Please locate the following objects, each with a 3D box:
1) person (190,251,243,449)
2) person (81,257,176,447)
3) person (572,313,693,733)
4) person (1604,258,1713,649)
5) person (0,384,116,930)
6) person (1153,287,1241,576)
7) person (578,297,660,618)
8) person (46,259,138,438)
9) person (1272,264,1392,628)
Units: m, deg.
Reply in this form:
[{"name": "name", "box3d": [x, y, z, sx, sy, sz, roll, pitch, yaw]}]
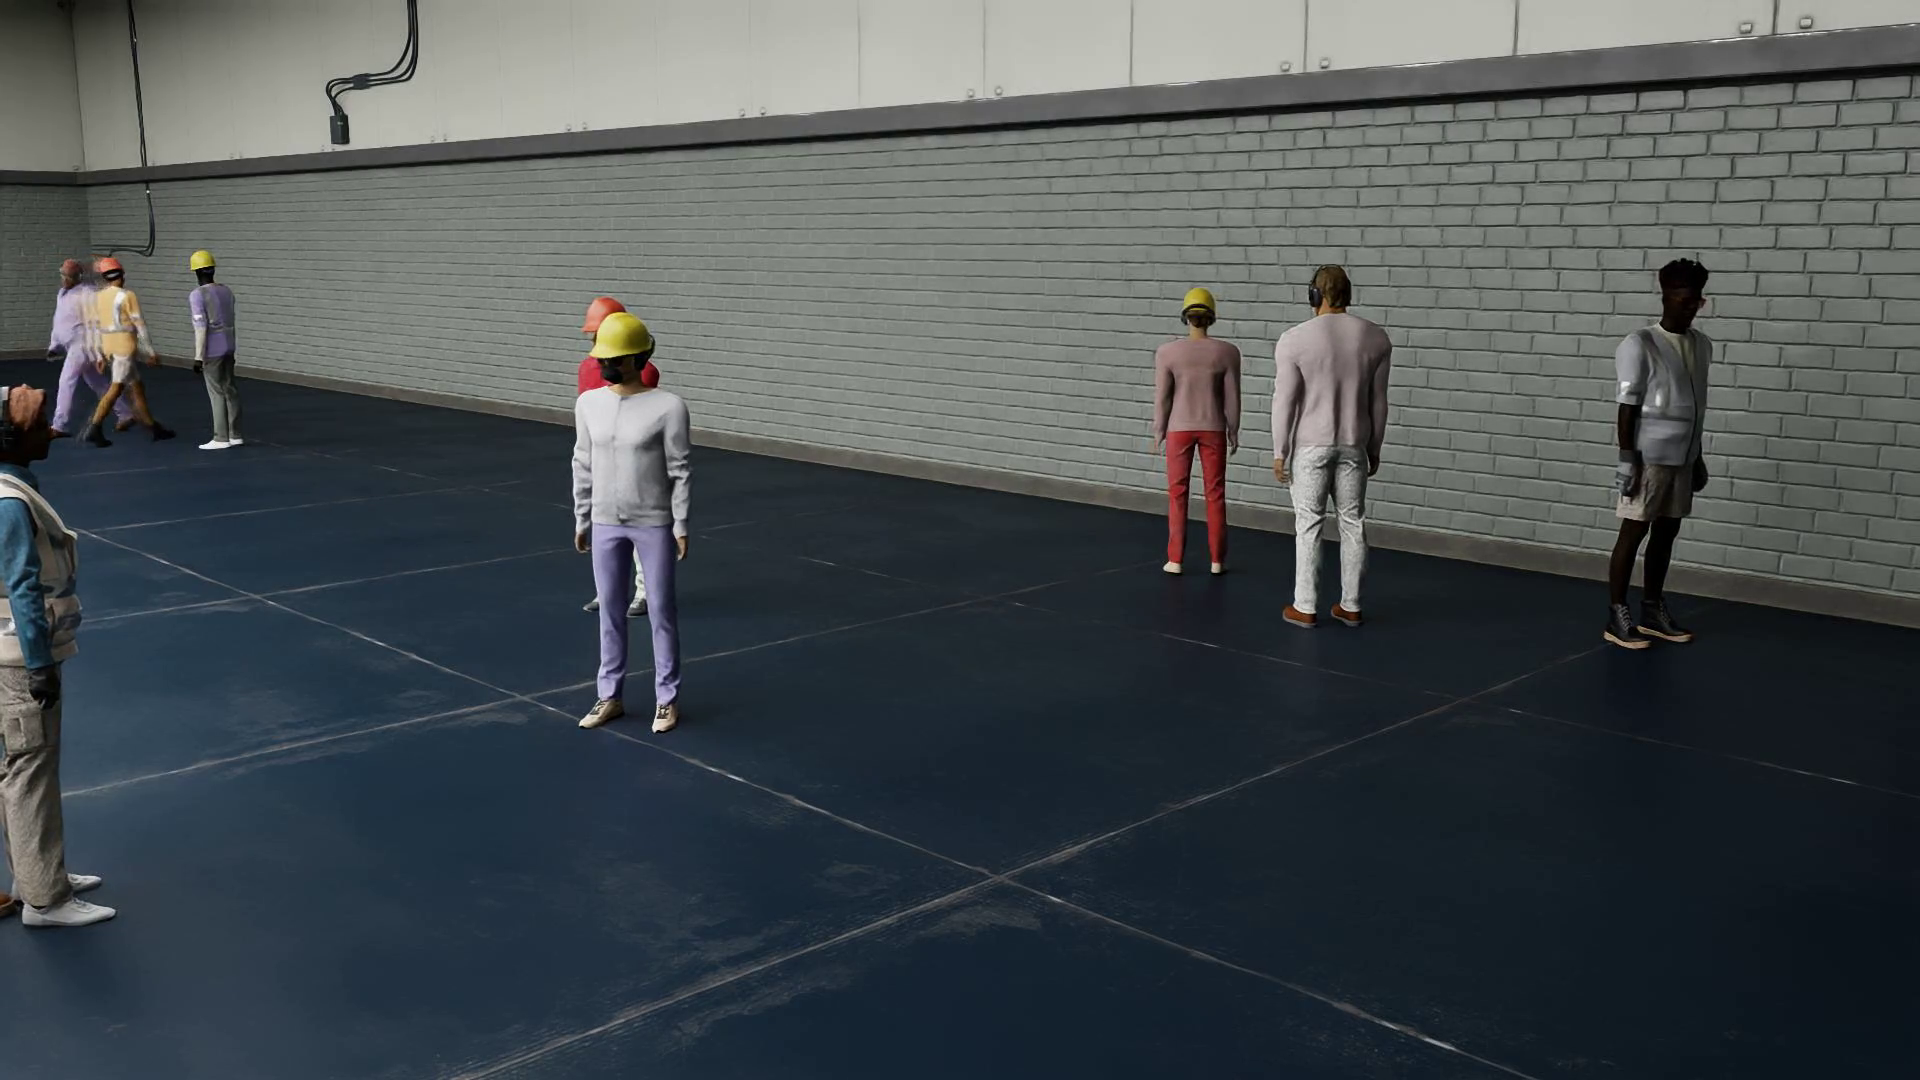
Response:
[{"name": "person", "box3d": [-7.267, -1.839, 16.193, 0.383, 1.923, 0.589, 2, 11, 11]}, {"name": "person", "box3d": [-8.386, -1.872, 16.547, 0.578, 1.864, 1.016, 6, 12, 30]}, {"name": "person", "box3d": [-1.373, -0.064, 6.955, 0.523, 1.763, 0.329, 3, 11, 14]}, {"name": "person", "box3d": [3.559, -0.435, 8.423, 0.612, 1.962, 0.363, -5, 12, -28]}, {"name": "person", "box3d": [-2.804, 0.352, 5.017, 0.307, 1.640, 0.519, -7, 12, -32]}, {"name": "person", "box3d": [1.444, -0.656, 10.175, 0.533, 1.765, 0.329, 0, 10, 3]}, {"name": "person", "box3d": [-1.889, -0.451, 9.101, 0.563, 1.746, 0.348, 7, 12, 33]}, {"name": "person", "box3d": [-9.061, -1.984, 17.201, 1.009, 1.844, 0.662, -9, 14, -41]}, {"name": "person", "box3d": [1.947, -0.483, 8.799, 0.630, 1.931, 0.372, -2, 11, -9]}]
